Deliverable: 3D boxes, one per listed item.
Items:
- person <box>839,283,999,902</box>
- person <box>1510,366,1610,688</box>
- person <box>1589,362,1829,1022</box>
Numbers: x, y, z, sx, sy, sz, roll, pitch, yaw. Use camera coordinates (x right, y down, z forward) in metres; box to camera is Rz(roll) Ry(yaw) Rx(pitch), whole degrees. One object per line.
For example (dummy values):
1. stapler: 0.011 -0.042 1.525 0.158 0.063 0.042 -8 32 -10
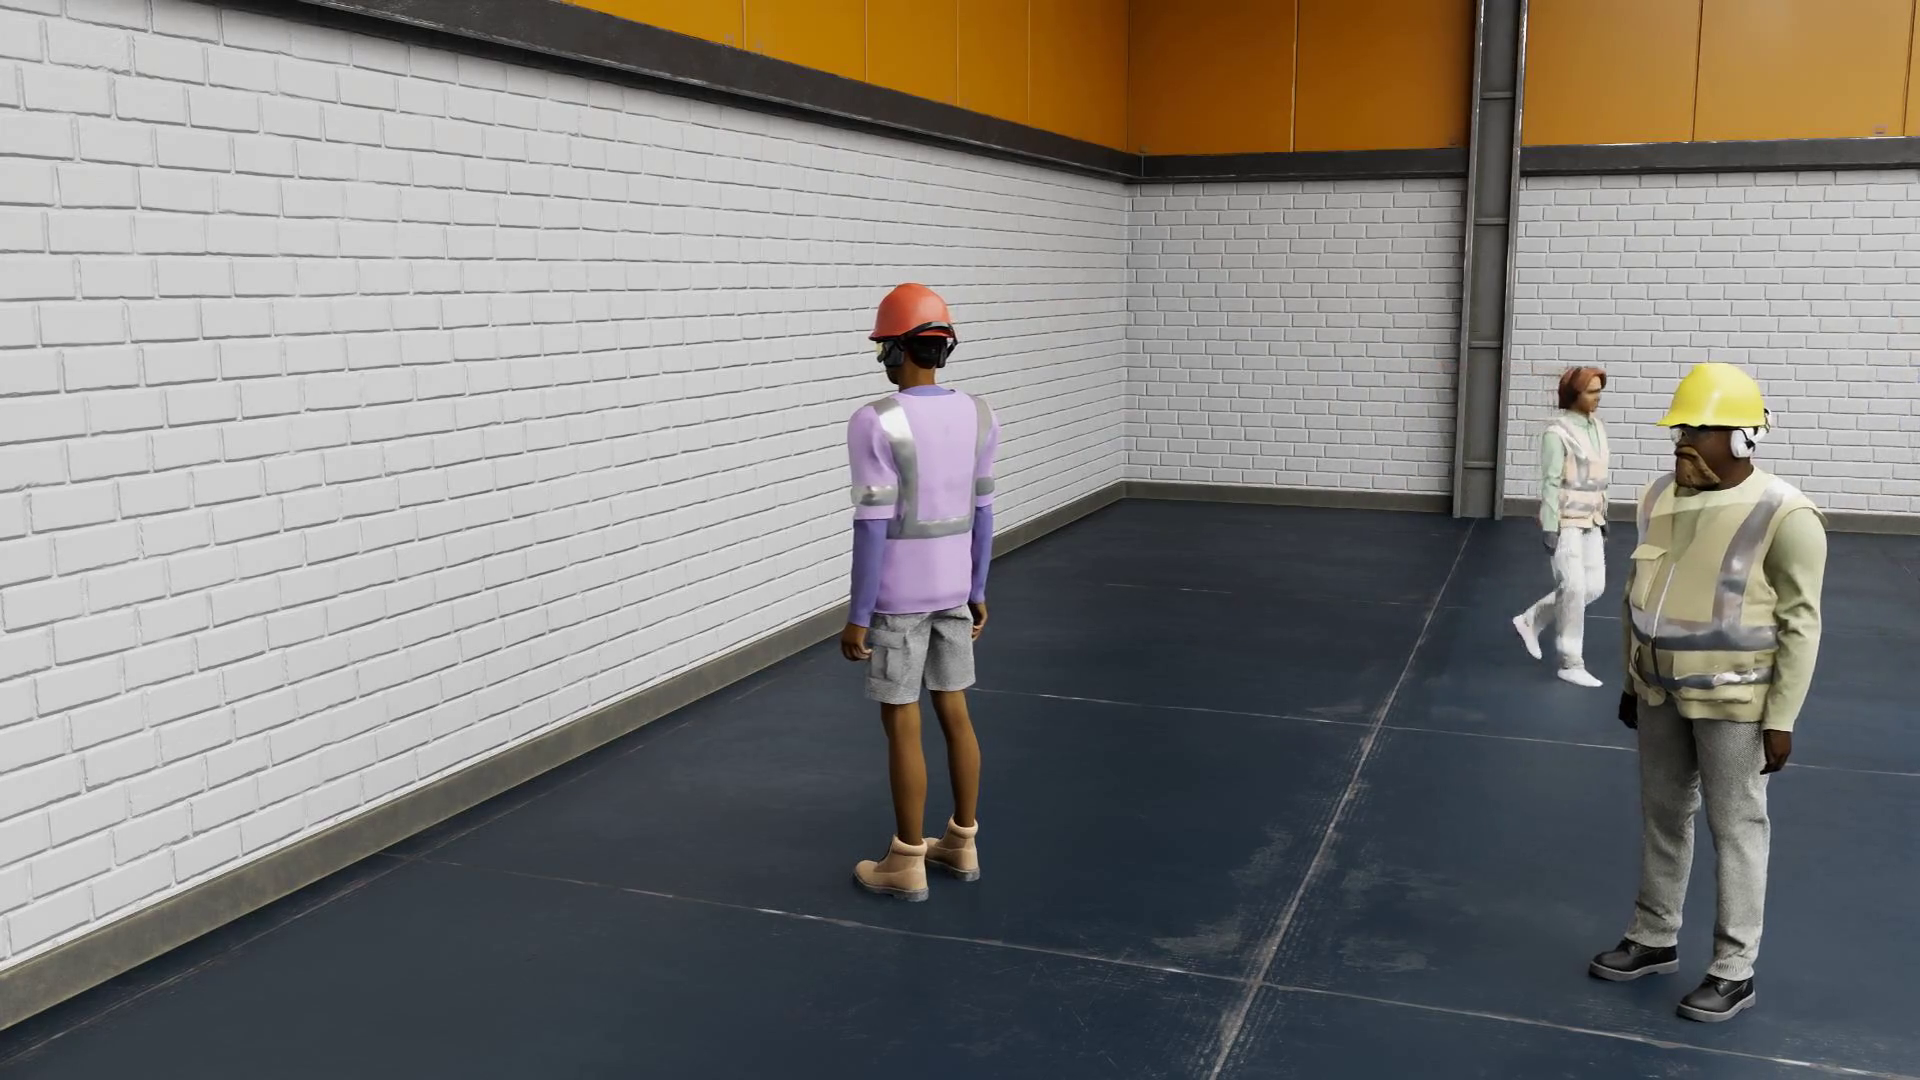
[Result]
1. person: -0.156 0.173 5.561 0.616 2.041 0.381 -9 12 -43
2. person: 3.090 -0.084 8.493 0.527 1.622 0.514 -8 12 -40
3. person: 2.083 0.420 4.669 0.403 1.832 0.594 -4 10 -24
